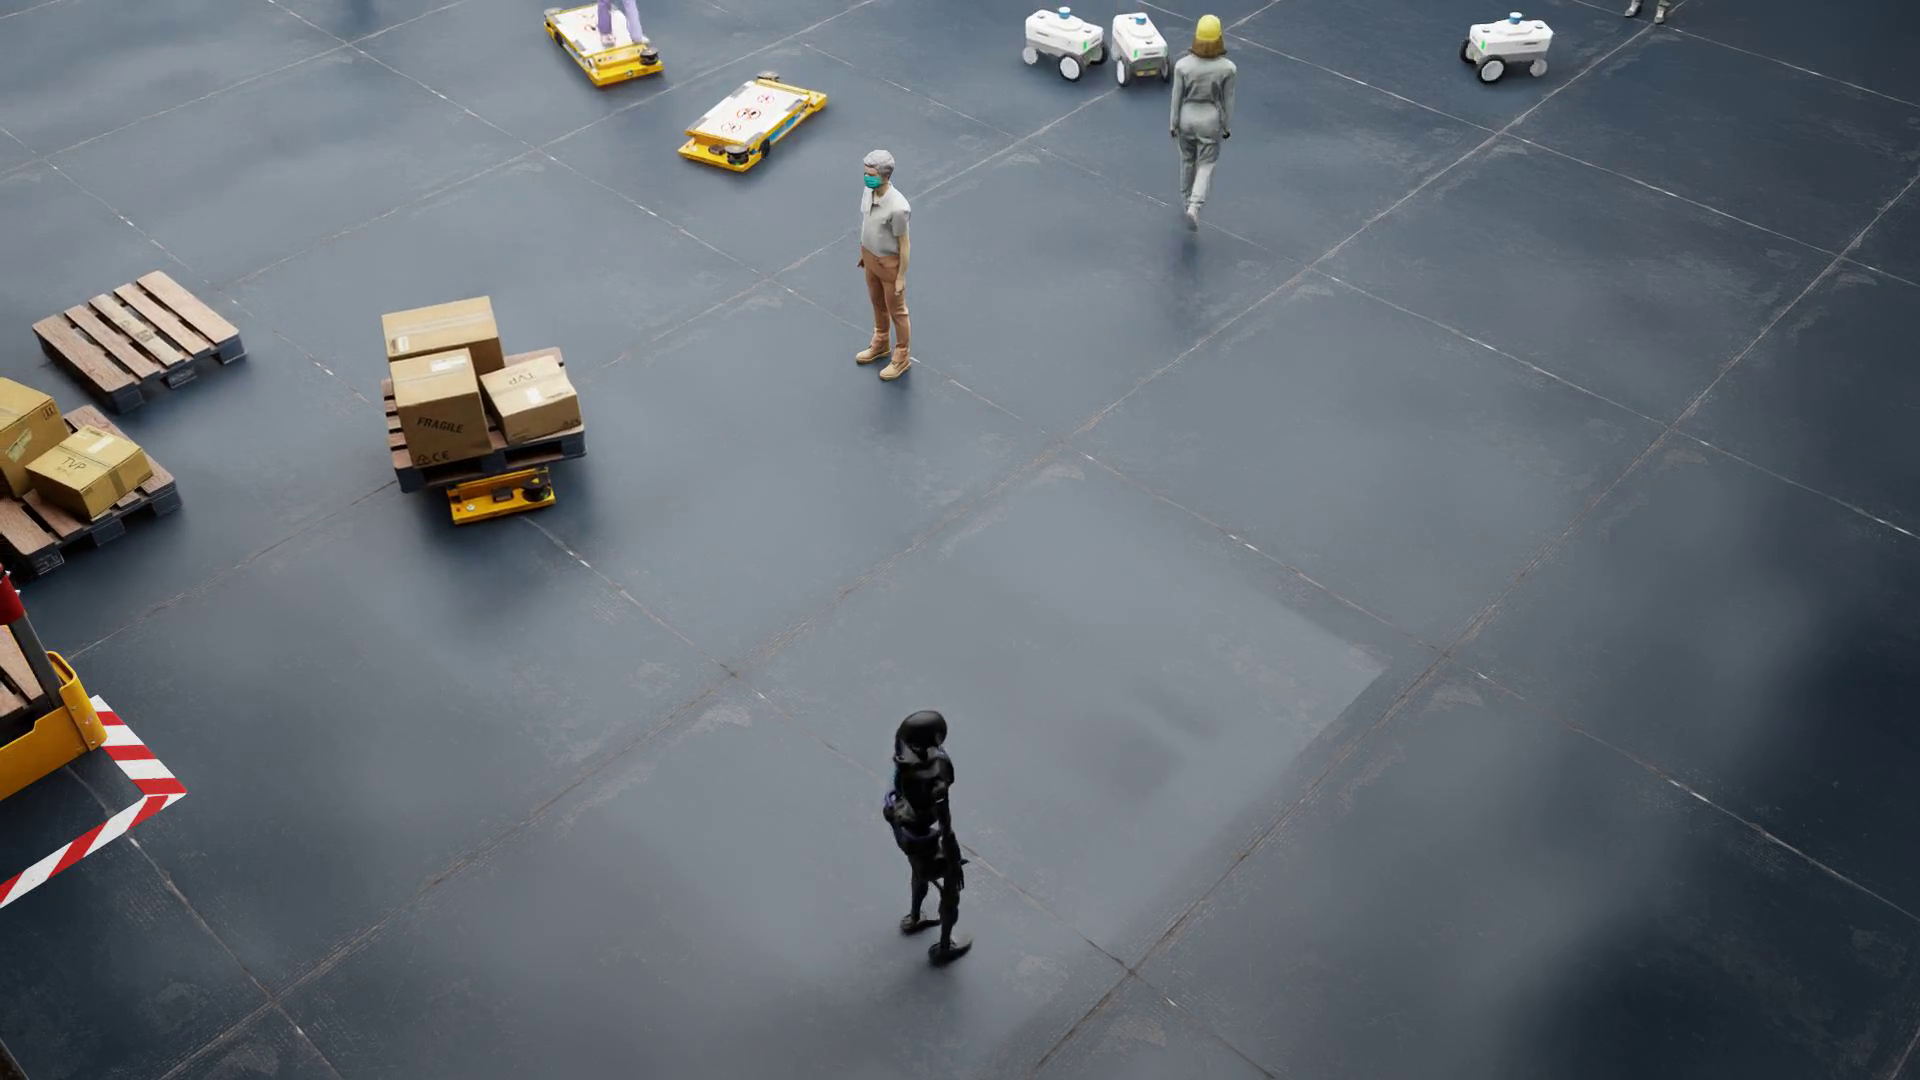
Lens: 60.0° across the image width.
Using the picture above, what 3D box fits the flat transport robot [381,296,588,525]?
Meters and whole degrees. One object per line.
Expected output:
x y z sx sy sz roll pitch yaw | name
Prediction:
-3.188 -0.666 11.266 0.659 0.231 1.431 -13 44 -14 | flat transport robot

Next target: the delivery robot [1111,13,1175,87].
1.658 -4.582 15.394 0.499 0.580 0.756 -9 43 -10 | delivery robot

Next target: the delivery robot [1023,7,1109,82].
0.982 -4.642 15.482 0.807 0.609 0.499 26 48 26 | delivery robot

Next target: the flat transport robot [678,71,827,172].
-1.813 -3.687 14.624 0.659 0.231 1.431 19 45 20 | flat transport robot

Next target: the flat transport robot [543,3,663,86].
-3.407 -4.740 15.794 0.659 0.231 1.431 -21 46 -22 | flat transport robot

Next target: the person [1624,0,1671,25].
6.789 -5.892 15.908 0.571 1.833 0.399 18 45 19 | person

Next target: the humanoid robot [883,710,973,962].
-0.167 1.362 7.956 0.347 1.653 0.604 -18 45 -19 | humanoid robot

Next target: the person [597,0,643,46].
-3.175 -5.301 15.259 0.596 1.816 0.567 -12 43 -13 | person

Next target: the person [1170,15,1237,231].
1.879 -3.260 13.054 0.488 1.718 0.612 10 43 11 | person

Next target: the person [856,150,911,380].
-0.536 -1.923 11.558 0.315 1.746 0.490 -29 49 -28 | person

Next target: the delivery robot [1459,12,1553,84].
5.064 -4.581 15.402 0.774 0.592 0.499 -6 42 -7 | delivery robot
